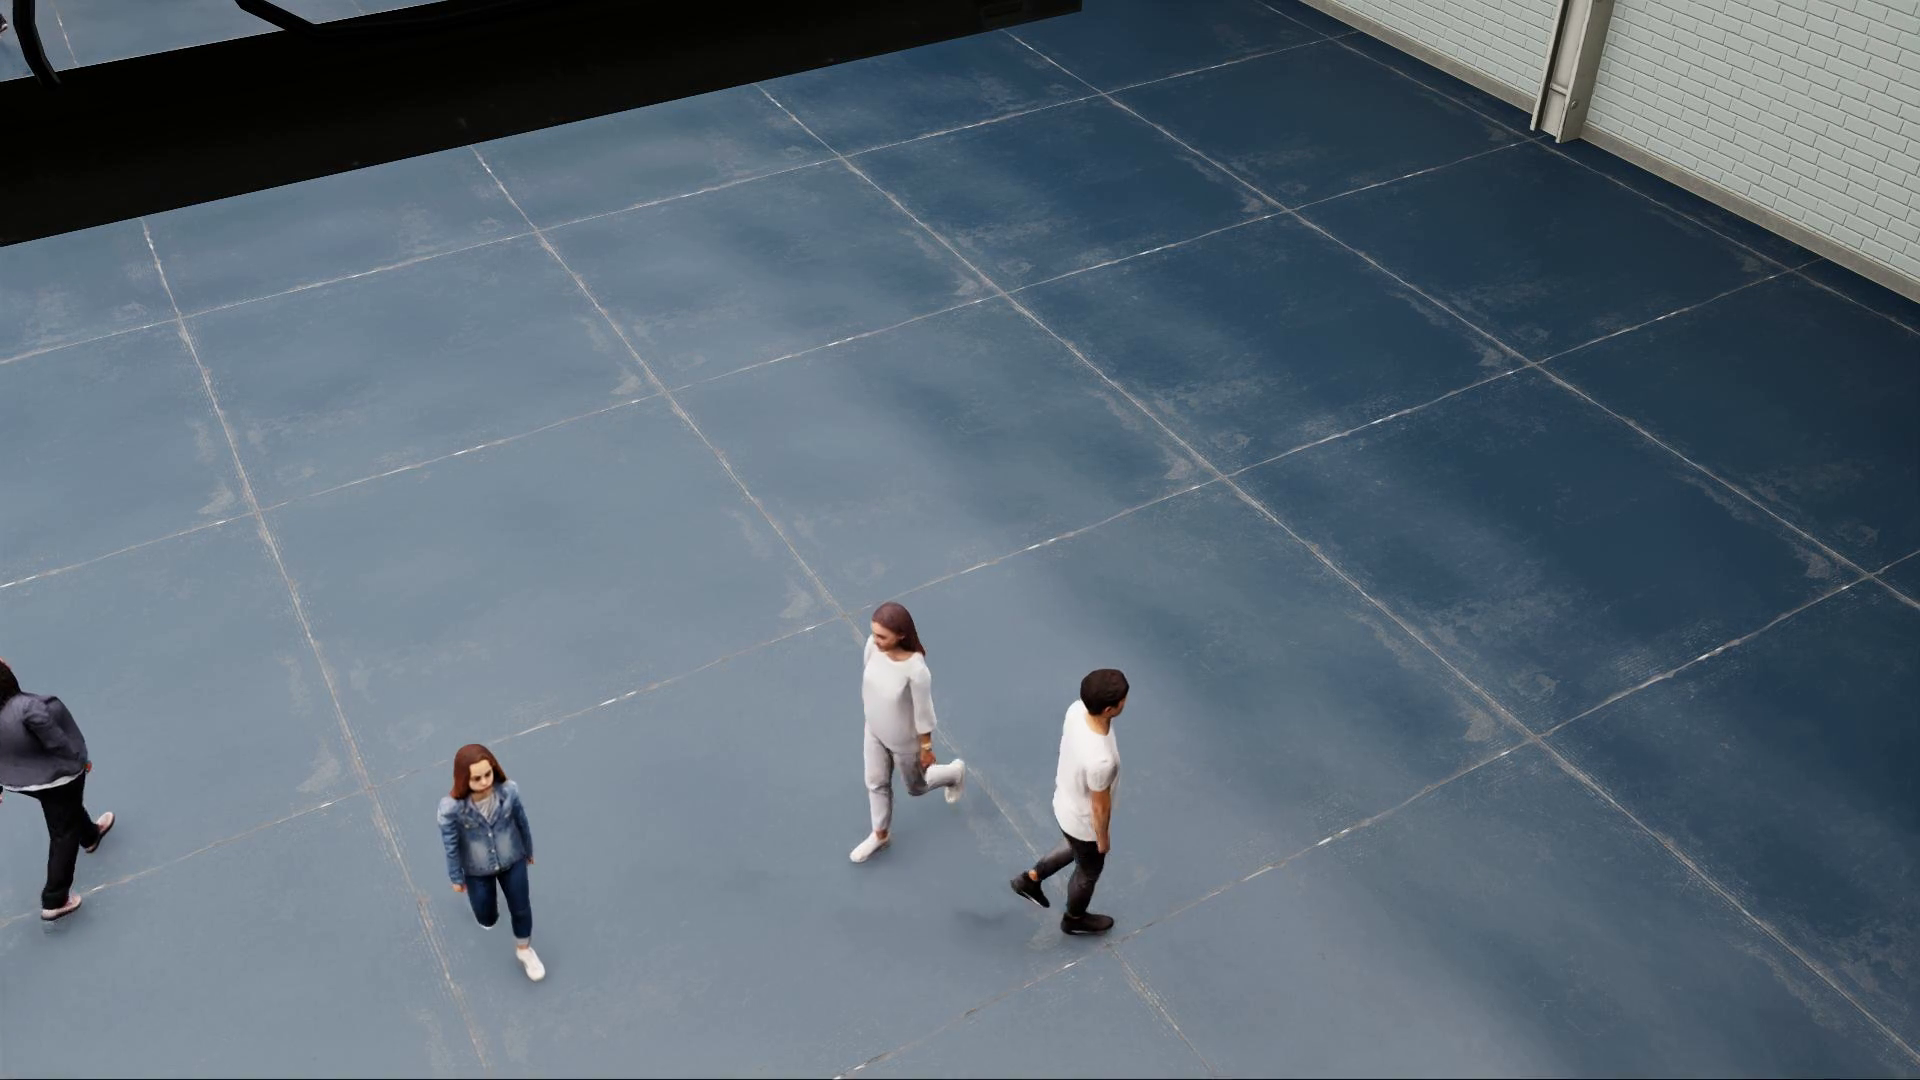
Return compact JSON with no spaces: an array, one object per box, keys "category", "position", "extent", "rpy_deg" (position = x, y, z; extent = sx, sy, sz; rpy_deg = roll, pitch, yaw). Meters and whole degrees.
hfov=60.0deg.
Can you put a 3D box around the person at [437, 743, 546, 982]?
[{"category":"person","position":[-2.285,1.516,8.057],"extent":[0.562,1.463,0.743],"rpy_deg":[-20,42,-24]}]

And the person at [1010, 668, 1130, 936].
[{"category":"person","position":[0.524,1.306,8.130],"extent":[0.846,1.704,0.820],"rpy_deg":[-2,38,-2]}]

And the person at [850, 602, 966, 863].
[{"category":"person","position":[-0.268,0.942,8.626],"extent":[1.021,1.667,0.887],"rpy_deg":[29,47,32]}]

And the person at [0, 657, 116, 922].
[{"category":"person","position":[-4.662,1.217,8.349],"extent":[1.041,1.576,1.130],"rpy_deg":[7,39,9]}]
